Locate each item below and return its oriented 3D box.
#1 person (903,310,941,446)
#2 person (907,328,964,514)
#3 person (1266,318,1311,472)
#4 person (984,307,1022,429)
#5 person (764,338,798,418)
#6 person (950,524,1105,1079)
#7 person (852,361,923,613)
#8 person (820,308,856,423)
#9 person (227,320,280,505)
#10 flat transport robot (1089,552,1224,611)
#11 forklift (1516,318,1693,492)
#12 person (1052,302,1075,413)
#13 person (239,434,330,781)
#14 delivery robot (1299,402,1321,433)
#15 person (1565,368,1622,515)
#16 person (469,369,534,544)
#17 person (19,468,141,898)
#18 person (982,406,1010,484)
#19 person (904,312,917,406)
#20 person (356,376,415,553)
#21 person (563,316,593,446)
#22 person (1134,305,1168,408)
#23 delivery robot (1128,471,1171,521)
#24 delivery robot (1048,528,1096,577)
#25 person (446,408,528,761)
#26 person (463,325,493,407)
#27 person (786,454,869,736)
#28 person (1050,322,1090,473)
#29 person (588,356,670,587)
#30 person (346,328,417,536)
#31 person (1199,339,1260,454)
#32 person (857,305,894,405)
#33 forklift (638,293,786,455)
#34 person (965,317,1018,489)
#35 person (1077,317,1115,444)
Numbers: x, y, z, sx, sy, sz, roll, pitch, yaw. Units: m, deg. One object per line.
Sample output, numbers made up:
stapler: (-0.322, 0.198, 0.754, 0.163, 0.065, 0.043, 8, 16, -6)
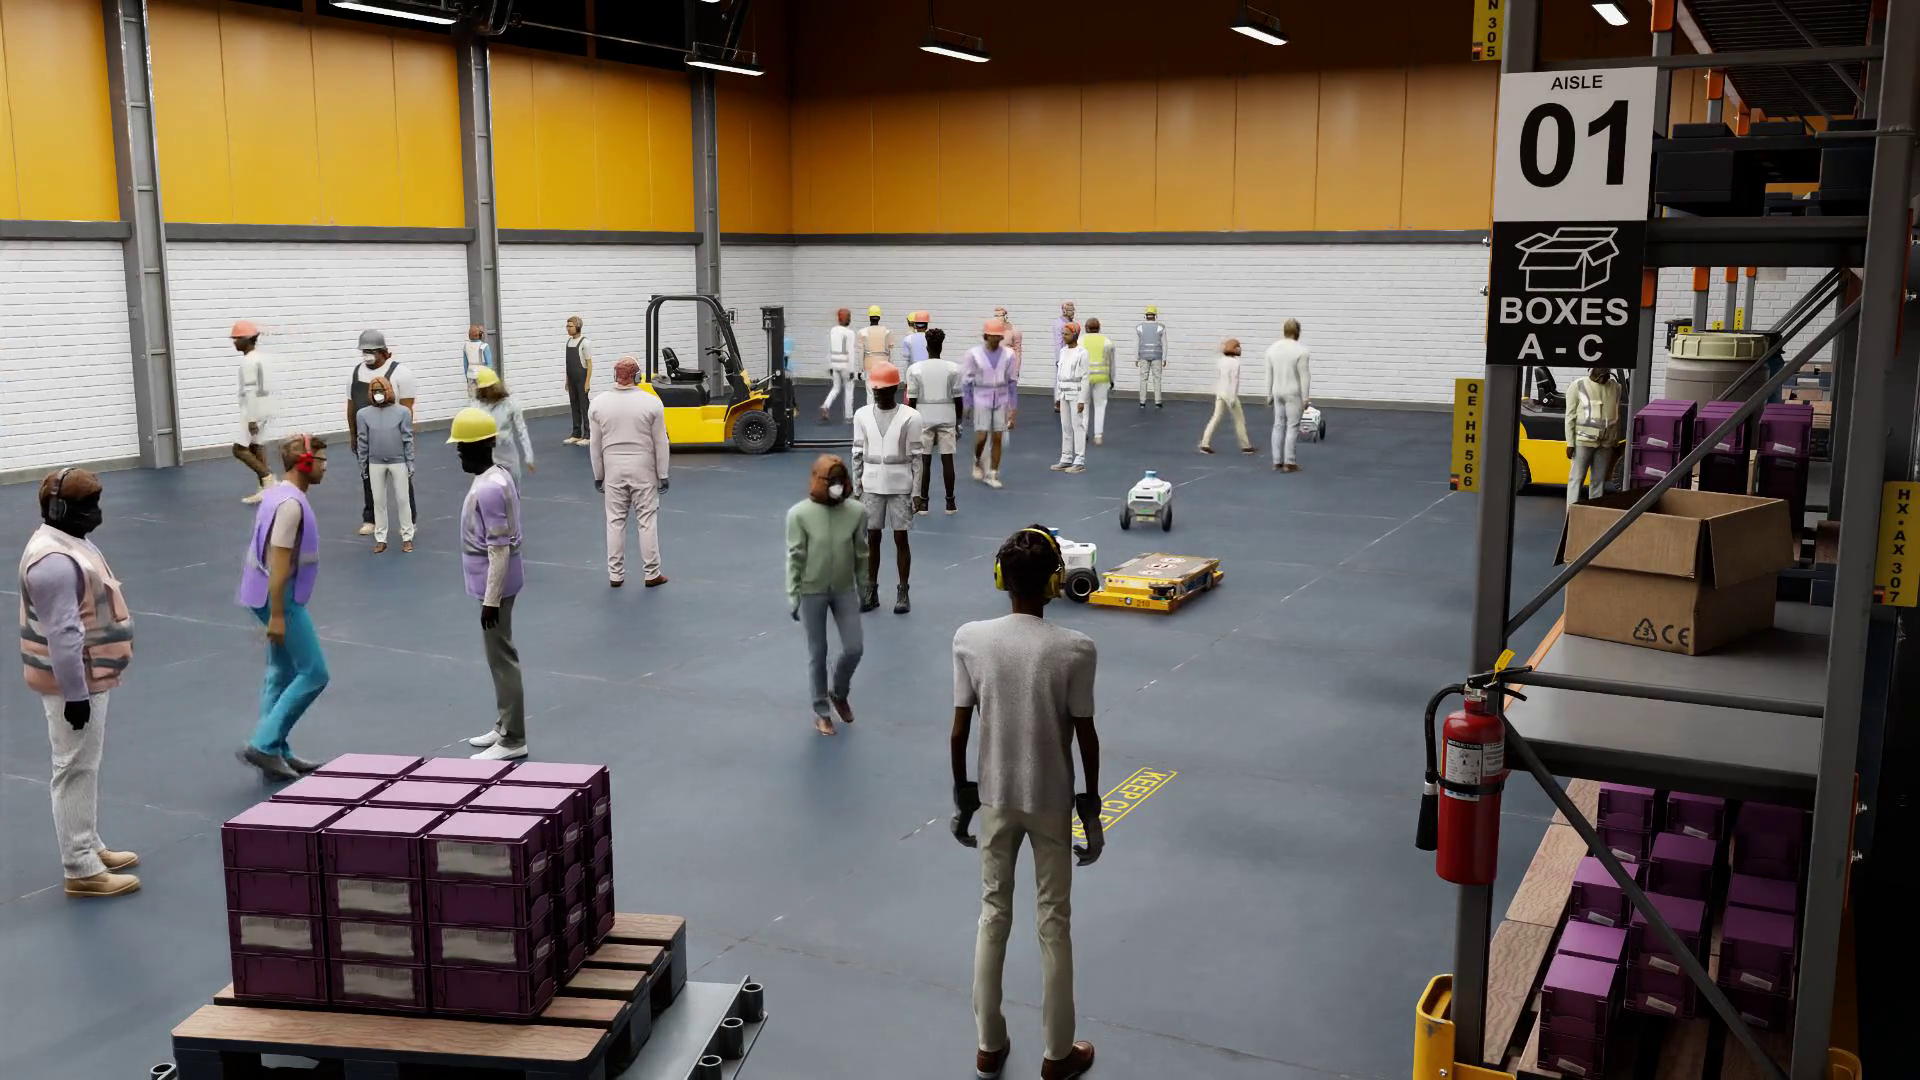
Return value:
person: (-0.542, -2.306, 23.722, 0.543, 1.939, 0.370, 1, 10, 5)
person: (-0.260, -1.243, 17.483, 0.603, 1.966, 0.367, -1, 10, -4)
person: (4.135, -1.823, 20.941, 0.352, 1.940, 0.635, -9, 13, -41)
person: (0.633, -2.684, 26.004, 0.651, 1.906, 0.403, 5, 11, 25)
person: (-3.023, -2.814, 27.490, 0.543, 1.659, 0.789, 8, 13, 40)
person: (0.222, 0.875, 5.504, 0.534, 1.869, 0.315, 3, 10, 18)
person: (-0.562, -0.396, 12.672, 0.550, 1.933, 0.375, 2, 10, 12)
person: (-1.931, -2.777, 26.668, 0.590, 1.865, 0.685, 7, 12, 36)
person: (-7.688, -1.366, 18.018, 0.419, 2.025, 0.642, -2, 10, -11)
flat transport robot: (1.600, 0.317, 13.360, 0.652, 0.197, 1.431, 5, 11, 25)
forklift: (7.066, -1.601, 18.899, 2.313, 2.155, 1.214, 5, 11, 27)
person: (1.852, -3.144, 28.665, 0.401, 1.906, 0.649, 6, 11, 30)
person: (-3.494, 0.358, 8.700, 0.501, 1.805, 0.610, -5, 11, -27)
delivery robot: (5.096, -1.777, 24.387, 0.477, 0.478, 0.707, 3, 10, 15)
person: (6.205, -0.964, 16.275, 0.588, 1.827, 0.403, -2, 10, -11)
person: (-4.227, -0.738, 15.354, 0.596, 1.675, 0.905, -1, 10, -5)
person: (-3.781, 0.604, 7.167, 0.430, 1.840, 0.625, -4, 11, -23)
person: (0.381, -1.465, 19.763, 0.530, 1.630, 0.353, -8, 13, -39)
person: (-0.777, -2.918, 27.767, 0.329, 1.765, 0.533, -1, 10, -5)
person: (-5.263, -0.689, 15.269, 0.504, 1.627, 0.290, -1, 10, -8)
person: (-5.465, -2.268, 23.768, 0.516, 1.844, 0.332, 8, 13, 38)
person: (3.379, -3.235, 29.422, 0.587, 1.828, 0.404, 2, 10, 12)
delivery robot: (1.907, -0.445, 16.679, 0.477, 0.478, 0.707, 3, 10, 15)
delivery robot: (0.727, 0.146, 13.254, 0.707, 0.478, 0.477, 0, 10, 2)
person: (-2.551, 0.244, 9.000, 0.374, 1.922, 0.594, -3, 10, -15)
person: (-7.417, -2.487, 25.631, 0.514, 1.641, 0.308, 4, 11, 21)
person: (-0.743, 0.316, 9.455, 0.513, 1.619, 0.346, -4, 11, -22)
person: (1.391, -1.780, 20.839, 0.355, 1.883, 0.575, -6, 12, -32)
person: (-2.700, -0.556, 13.683, 0.651, 1.907, 0.409, 0, 10, 2)
person: (-5.642, -1.048, 16.143, 0.688, 2.000, 0.538, 1, 10, 6)
person: (3.659, -1.952, 22.705, 0.886, 1.583, 0.500, -4, 11, -24)
person: (-1.328, -2.705, 26.062, 0.588, 1.928, 0.384, -3, 10, -16)
forklift: (-3.588, -2.317, 23.042, 2.313, 2.155, 1.214, -1, 10, -5)
person: (0.371, -1.591, 19.376, 0.605, 2.021, 0.552, -2, 10, -14)
person: (1.931, -2.308, 24.079, 0.642, 1.822, 0.563, 0, 10, 2)
